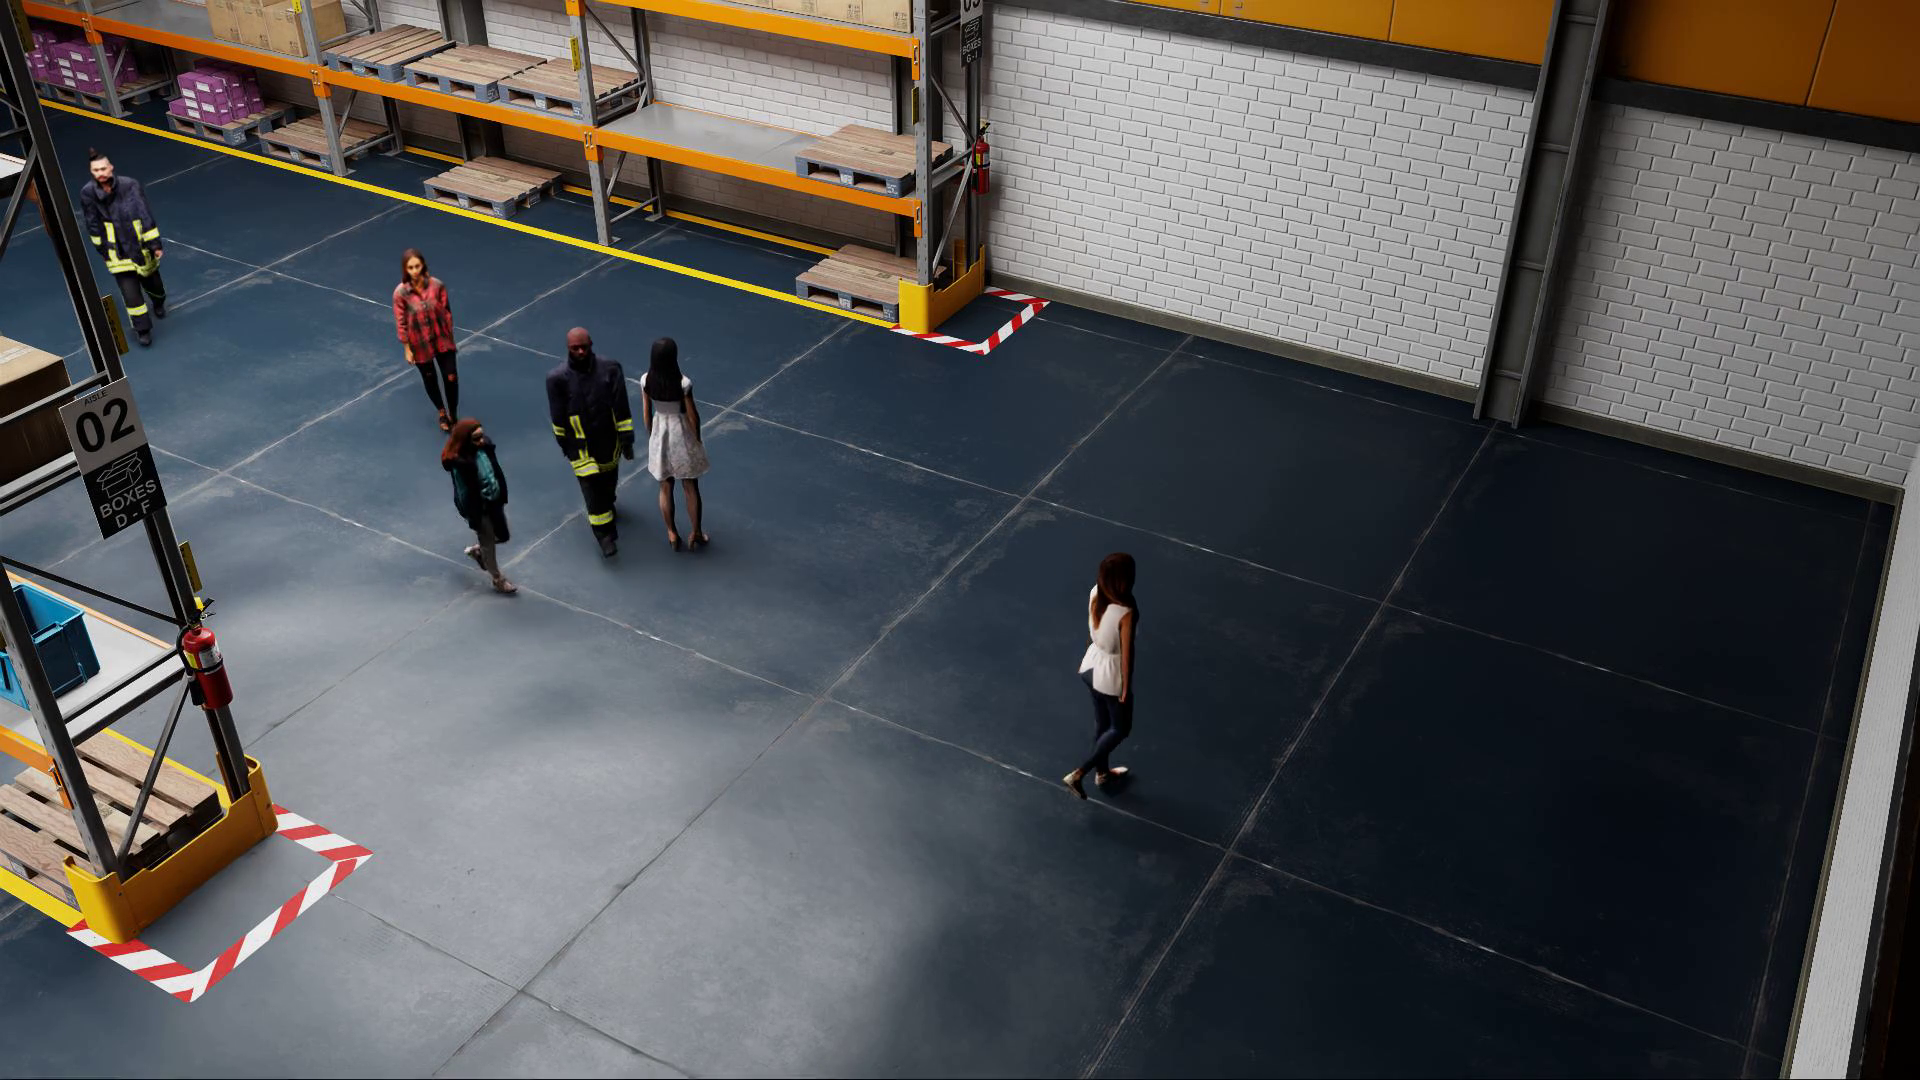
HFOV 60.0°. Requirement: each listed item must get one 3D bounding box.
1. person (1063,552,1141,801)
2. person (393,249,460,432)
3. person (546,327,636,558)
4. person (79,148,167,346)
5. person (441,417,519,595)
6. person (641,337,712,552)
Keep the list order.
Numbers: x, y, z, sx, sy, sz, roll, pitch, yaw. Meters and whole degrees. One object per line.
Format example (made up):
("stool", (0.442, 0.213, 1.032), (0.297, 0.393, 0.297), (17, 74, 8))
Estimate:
("person", (0.833, 0.863, 10.159), (0.834, 1.770, 0.844), (-19, 38, -26))
("person", (-4.507, -1.694, 14.081), (0.758, 1.687, 0.804), (-14, 36, -20))
("person", (-2.801, -0.841, 12.715), (1.170, 1.780, 1.321), (-13, 36, -18))
("person", (-7.819, -2.816, 15.640), (1.067, 1.831, 1.204), (-17, 37, -23))
("person", (-3.537, -0.275, 12.128), (0.720, 1.486, 0.614), (12, 36, 18))
("person", (-2.148, -0.721, 12.539), (0.690, 1.774, 0.797), (6, 34, 8))
